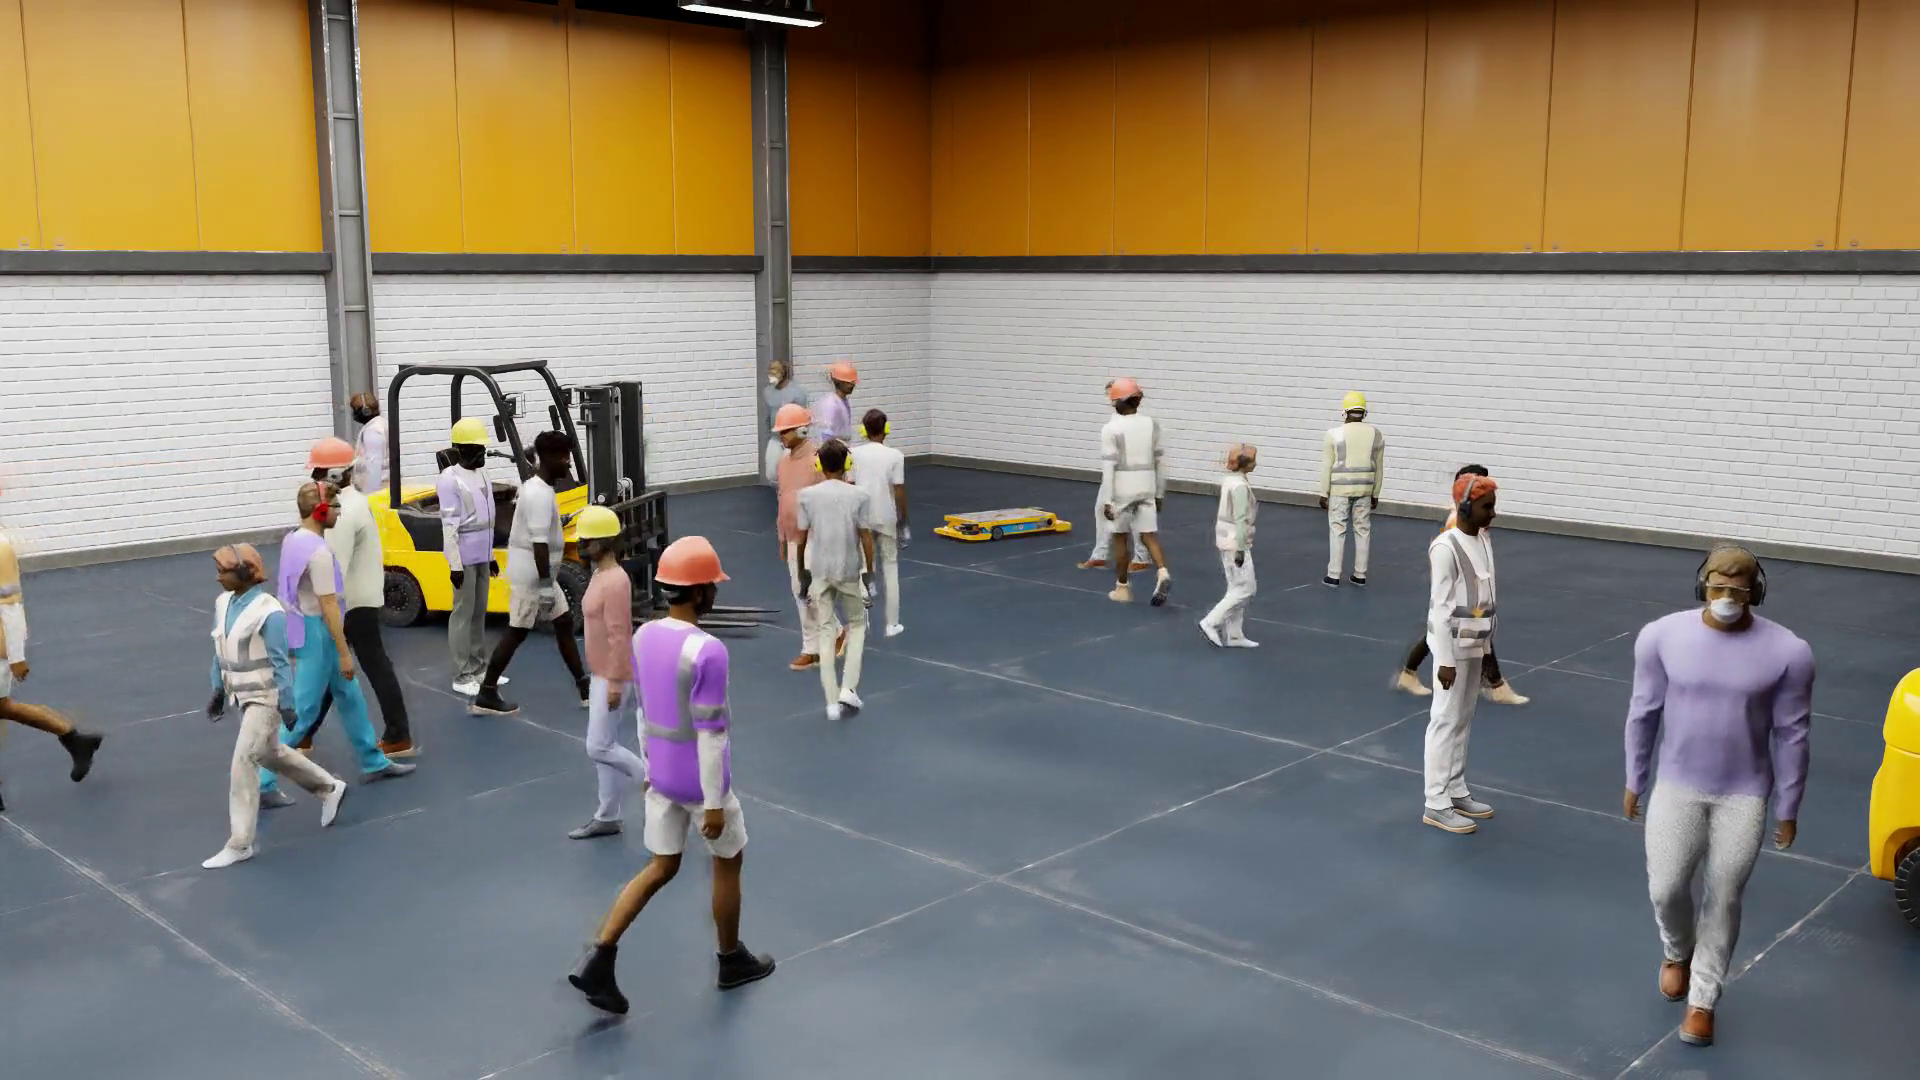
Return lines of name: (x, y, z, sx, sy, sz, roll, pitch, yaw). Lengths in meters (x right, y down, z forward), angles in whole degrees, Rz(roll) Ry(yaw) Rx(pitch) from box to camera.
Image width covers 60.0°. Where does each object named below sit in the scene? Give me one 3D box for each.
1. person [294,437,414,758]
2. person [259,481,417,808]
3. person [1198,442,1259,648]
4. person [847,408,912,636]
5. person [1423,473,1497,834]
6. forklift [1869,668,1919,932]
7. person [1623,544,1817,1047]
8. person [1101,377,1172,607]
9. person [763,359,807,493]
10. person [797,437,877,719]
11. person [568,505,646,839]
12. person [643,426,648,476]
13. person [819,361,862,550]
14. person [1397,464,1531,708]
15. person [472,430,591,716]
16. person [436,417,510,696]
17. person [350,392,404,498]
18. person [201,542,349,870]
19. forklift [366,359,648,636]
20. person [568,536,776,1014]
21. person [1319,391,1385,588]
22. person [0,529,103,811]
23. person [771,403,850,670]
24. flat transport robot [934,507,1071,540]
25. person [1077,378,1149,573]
person: (-3.757, 0.374, 9.870, 0.962, 1.950, 0.652, -3, 10, -17)
person: (-3.573, 0.566, 9.236, 0.983, 1.789, 0.579, -6, 11, -32)
person: (2.114, 0.052, 12.872, 0.393, 1.622, 0.520, 0, 9, -2)
person: (-0.682, -0.120, 13.262, 0.609, 1.845, 0.573, 2, 10, 14)
person: (2.662, 0.585, 8.804, 0.356, 1.886, 0.574, 7, 11, 36)
forklift: (5.205, 0.723, 7.013, 2.313, 2.155, 1.214, 9, 13, 43)
person: (2.882, 0.961, 6.363, 0.652, 1.926, 0.471, 4, 10, 25)
person: (1.554, -0.402, 14.452, 0.625, 2.024, 0.780, -3, 10, -20)
person: (-2.010, -1.116, 19.111, 0.654, 1.920, 0.416, 6, 11, 34)
person: (-0.806, 0.250, 10.971, 0.555, 1.847, 0.479, 1, 9, 5)
person: (-1.775, 0.687, 8.549, 0.462, 1.754, 0.540, -4, 10, -22)
person: (-3.420, -0.640, 17.136, 0.353, 1.619, 0.496, 8, 12, 41)
person: (-1.353, -0.868, 17.330, 0.702, 2.009, 0.650, 2, 10, 14)
person: (3.402, 0.304, 11.268, 0.894, 1.652, 0.537, 6, 11, 33)
person: (-2.781, 0.222, 11.009, 1.002, 1.891, 0.679, -2, 9, -12)
person: (-3.399, 0.107, 11.605, 0.366, 1.927, 0.585, 2, 9, 10)
person: (-5.371, -0.453, 15.384, 0.433, 1.824, 0.649, -1, 9, -8)
person: (-3.493, 0.786, 8.423, 0.507, 1.603, 0.804, 7, 12, 38)
forklift: (-3.850, -0.407, 13.936, 2.313, 2.155, 1.214, 2, 9, 11)
person: (-1.142, 0.936, 6.592, 0.550, 1.913, 0.866, 9, 13, 43)
person: (3.626, -0.464, 15.436, 0.596, 1.826, 0.403, -1, 9, -8)
person: (-5.176, 0.528, 9.078, 0.778, 1.914, 0.546, -8, 12, -40)
person: (-1.140, -0.018, 12.222, 0.442, 1.972, 0.628, -9, 13, -43)
flat transport robot: (0.478, -0.187, 18.471, 1.431, 0.197, 0.652, -7, 11, -35)
person: (1.473, -0.603, 16.045, 0.833, 1.905, 0.628, -2, 9, -11)
